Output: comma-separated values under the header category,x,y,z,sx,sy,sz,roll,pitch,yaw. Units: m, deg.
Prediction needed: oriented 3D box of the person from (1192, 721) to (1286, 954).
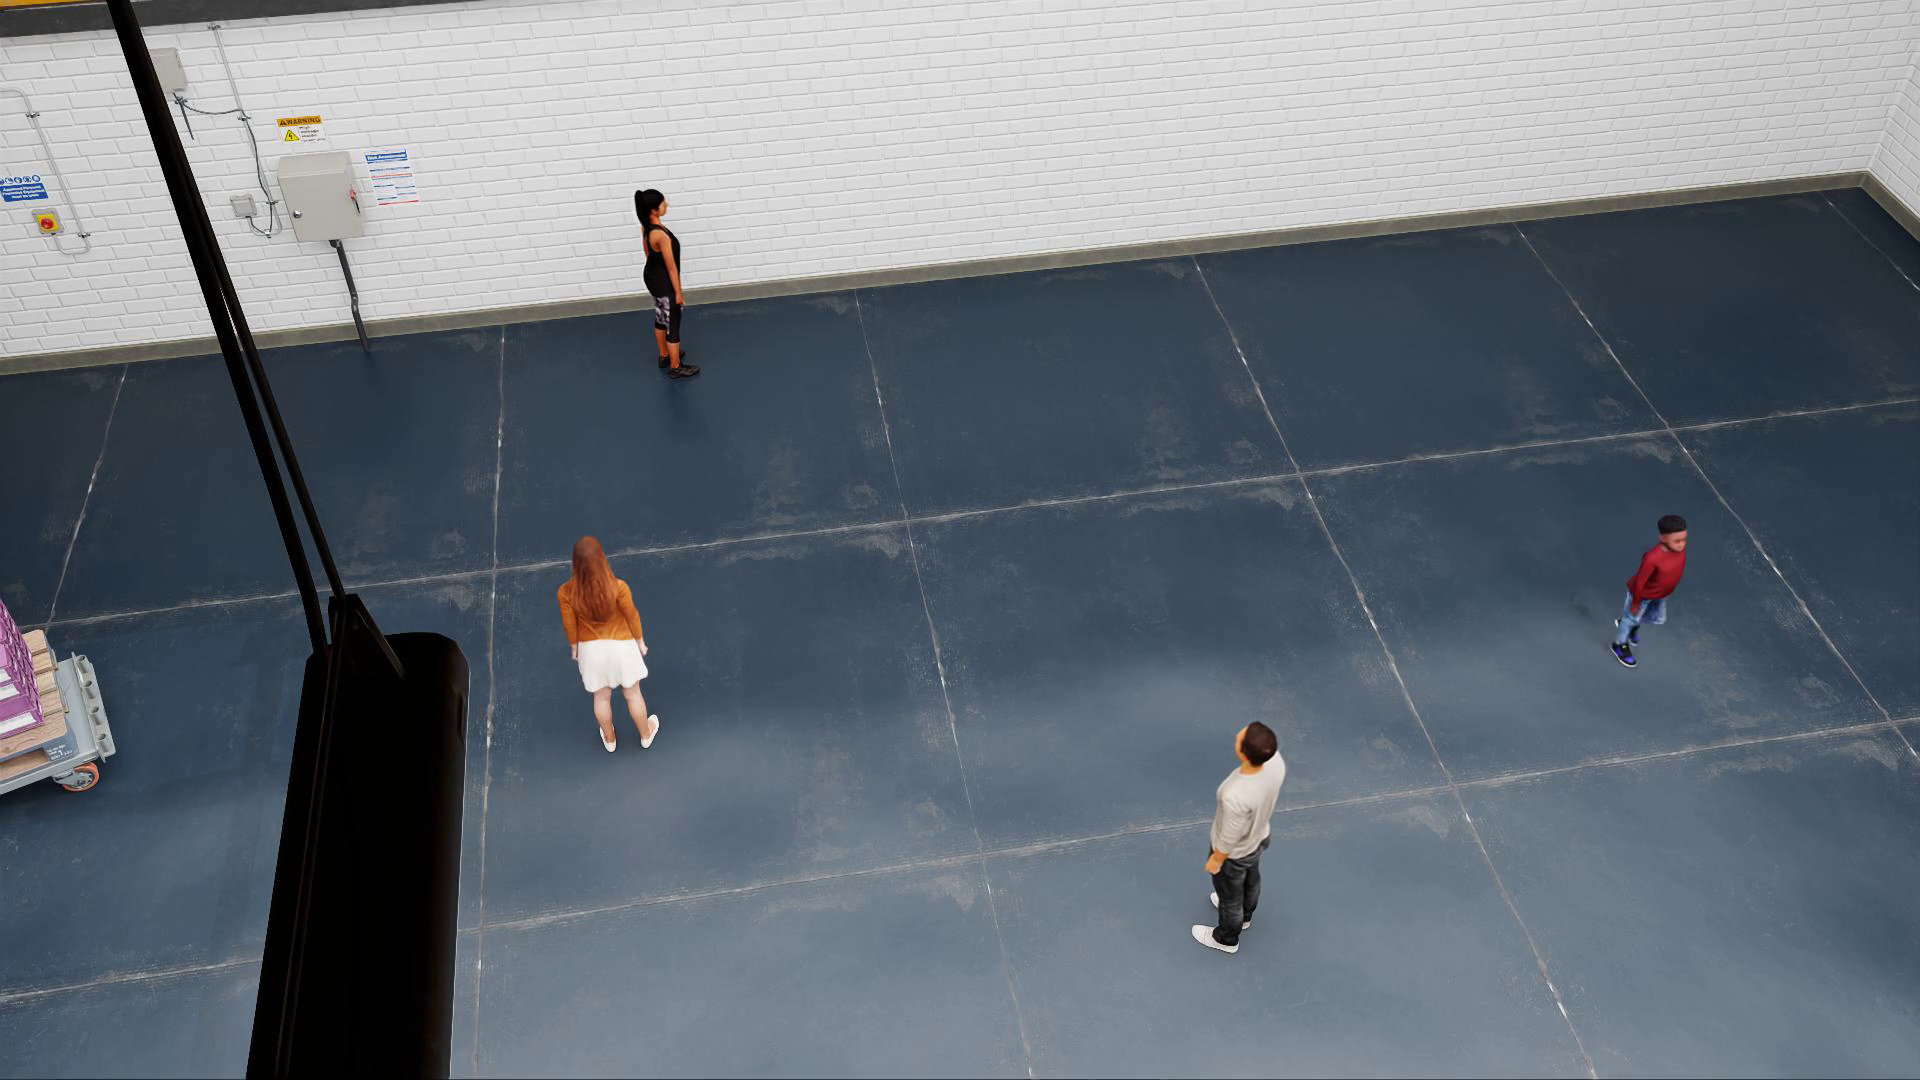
category,x,y,z,sx,sy,sz,roll,pitch,yaw
person,1.535,1.615,9.002,0.772,1.811,0.727,29,51,27

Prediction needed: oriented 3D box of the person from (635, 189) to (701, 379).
category,x,y,z,sx,sy,sz,roll,pitch,yaw
person,-2.303,-2.010,12.915,0.707,1.662,0.571,-24,49,-23

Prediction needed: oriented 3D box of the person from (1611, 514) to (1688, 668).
category,x,y,z,sx,sy,sz,roll,pitch,yaw
person,4.443,0.275,10.817,0.598,1.248,0.623,-22,48,-22

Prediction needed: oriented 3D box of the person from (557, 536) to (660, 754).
category,x,y,z,sx,sy,sz,roll,pitch,yaw
person,-2.135,0.653,10.076,0.612,1.722,0.570,-4,44,-5
